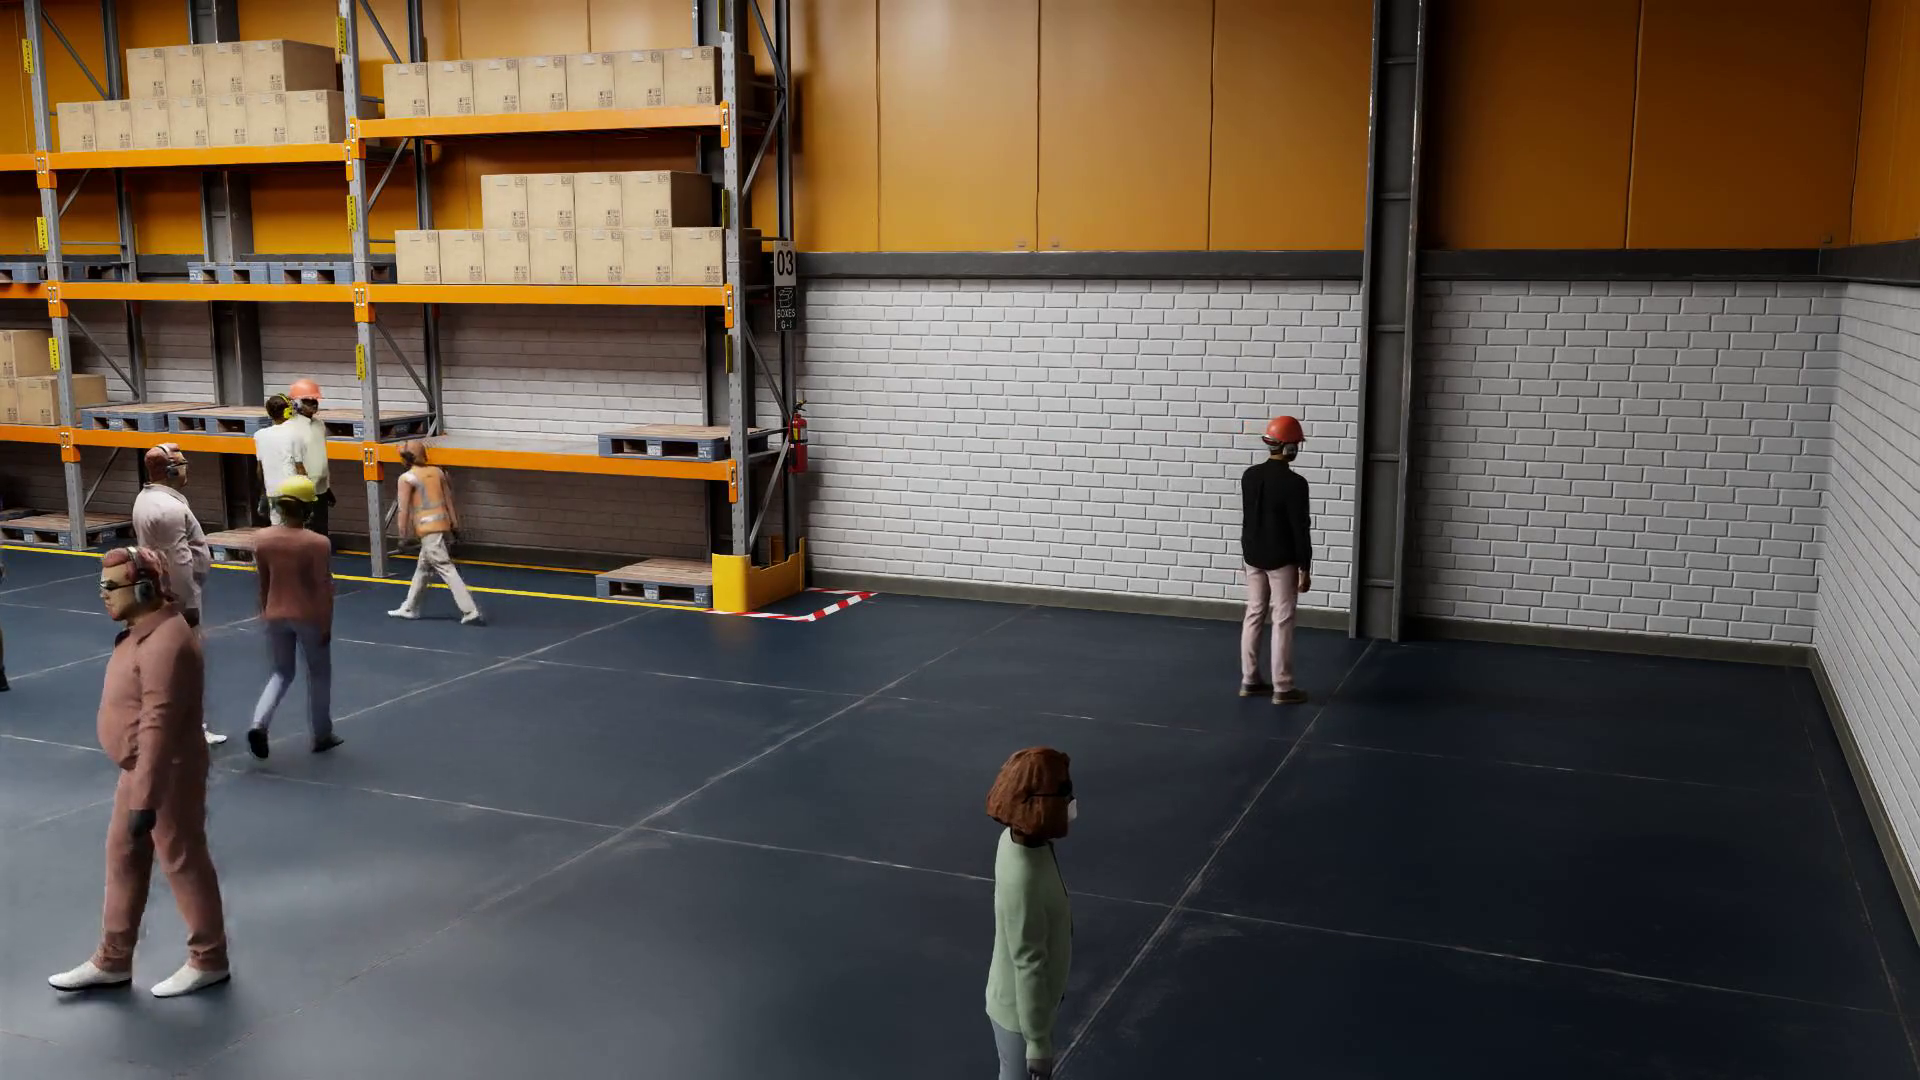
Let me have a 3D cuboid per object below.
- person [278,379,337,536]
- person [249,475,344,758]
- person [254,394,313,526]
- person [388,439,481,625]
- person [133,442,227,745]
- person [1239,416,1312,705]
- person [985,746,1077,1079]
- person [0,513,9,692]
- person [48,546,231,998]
[{"bbox_3d":[-5.951,-0.454,15.118,0.565,2.006,0.670,2,10,11],"label":"person"},{"bbox_3d":[-4.067,0.478,10.117,0.532,1.745,0.632,2,10,11],"label":"person"},{"bbox_3d":[-6.067,-0.377,15.011,0.638,1.859,0.296,3,10,16],"label":"person"},{"bbox_3d":[-4.424,-0.063,13.950,0.928,1.568,0.521,3,10,17],"label":"person"},{"bbox_3d":[-4.913,0.343,10.453,0.409,1.913,0.651,-8,12,-39],"label":"person"},{"bbox_3d":[2.185,0.138,11.463,0.400,1.991,0.618,-7,11,-35],"label":"person"},{"bbox_3d":[0.214,1.399,4.889,0.279,1.634,0.498,0,9,0],"label":"person"},{"bbox_3d":[-6.902,0.156,11.575,0.495,1.914,0.604,2,10,12],"label":"person"},{"bbox_3d":[-3.380,0.968,6.721,0.738,1.884,0.678,-6,11,-34],"label":"person"}]
